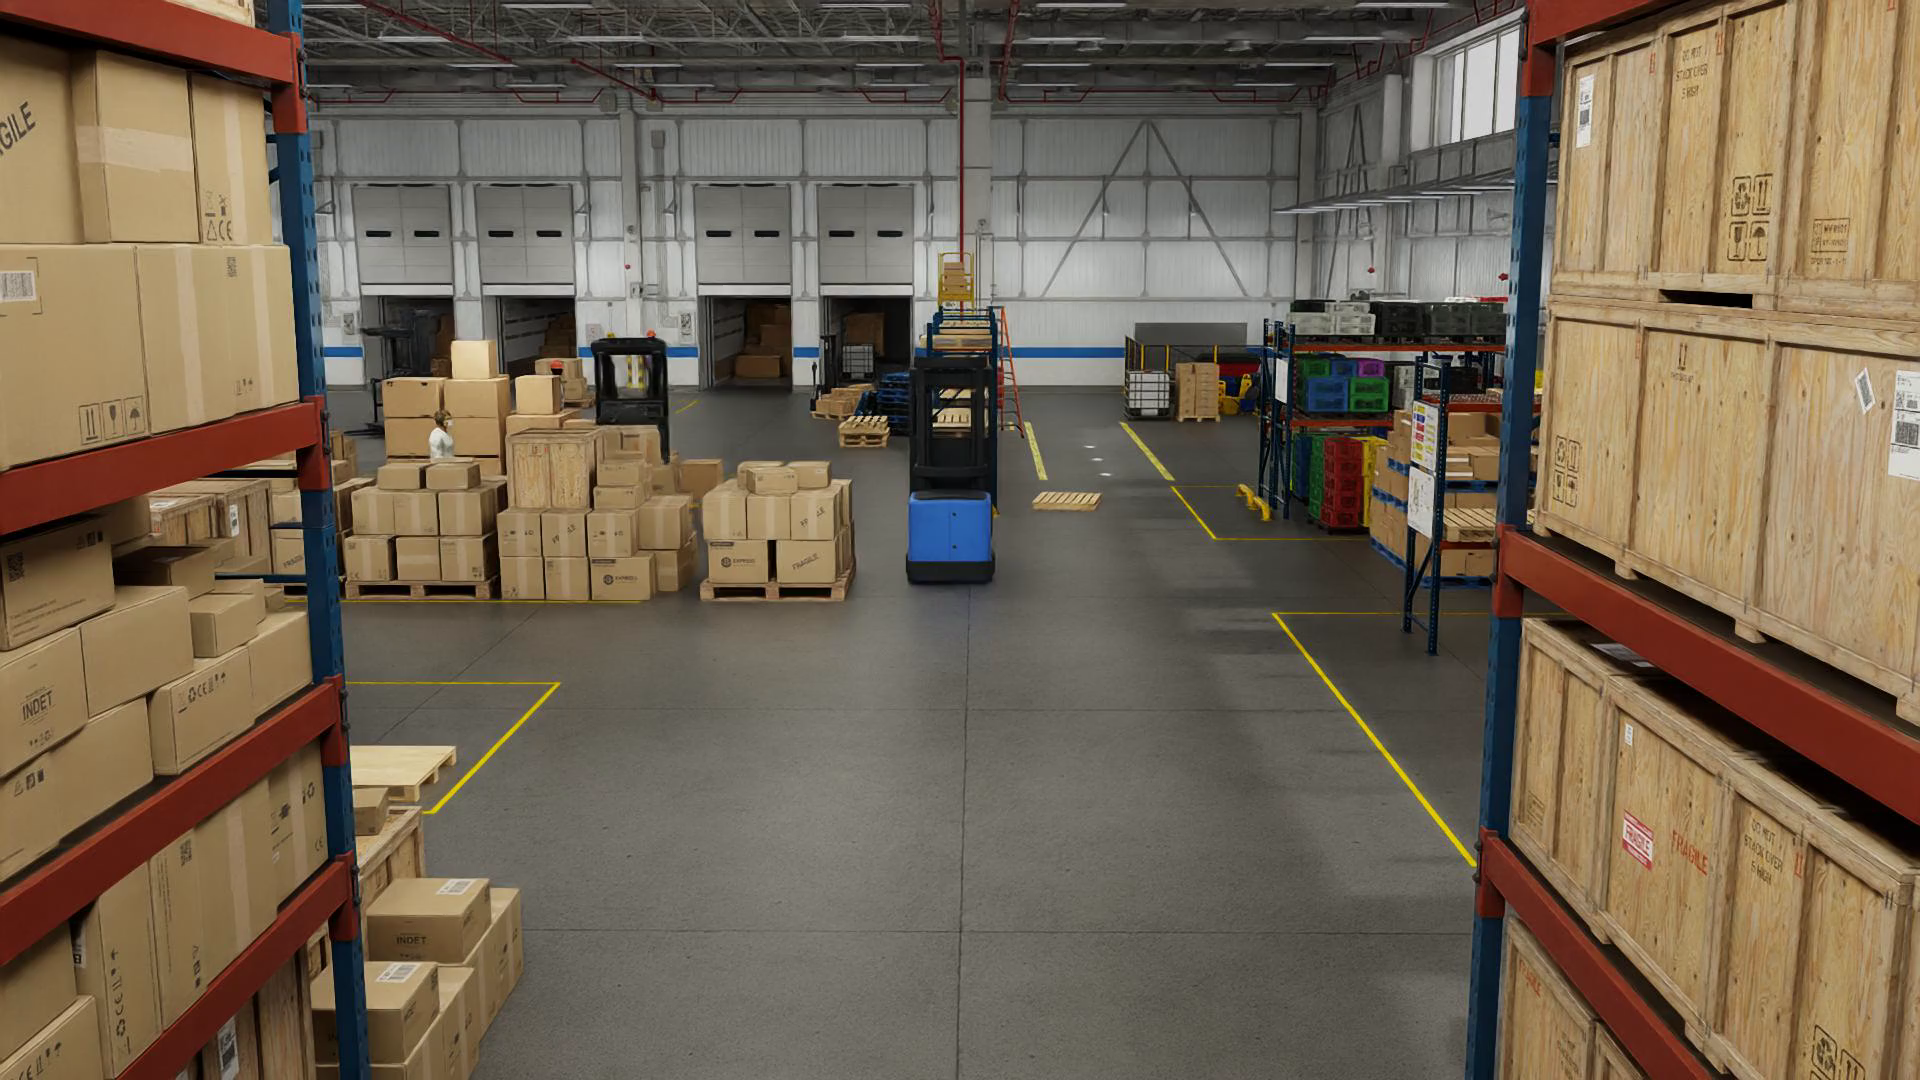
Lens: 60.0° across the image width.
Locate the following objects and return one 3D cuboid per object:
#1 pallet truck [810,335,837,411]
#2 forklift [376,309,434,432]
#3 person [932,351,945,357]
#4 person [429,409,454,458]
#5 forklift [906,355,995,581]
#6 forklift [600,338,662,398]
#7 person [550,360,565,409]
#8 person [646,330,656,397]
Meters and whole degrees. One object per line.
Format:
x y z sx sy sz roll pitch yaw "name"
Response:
-3.021 -4.312 43.126 1.885 1.965 0.823 3 10 17 "pallet truck"
-12.349 -3.849 37.908 1.873 2.768 1.129 -8 13 -40 "forklift"
-0.617 -3.811 40.498 0.779 1.910 0.644 -5 11 -26 "person"
-7.310 -0.890 23.552 0.371 1.940 0.627 -1 10 -6 "person"
-0.117 -0.973 21.318 1.129 2.768 1.873 0 10 1 "forklift"
-5.031 -1.723 25.645 1.129 2.768 1.873 -2 10 -9 "forklift"
-8.262 -2.728 34.158 0.355 1.938 0.545 -2 10 -12 "person"
-8.737 -5.000 47.299 0.389 1.930 0.544 -9 13 -43 "person"
